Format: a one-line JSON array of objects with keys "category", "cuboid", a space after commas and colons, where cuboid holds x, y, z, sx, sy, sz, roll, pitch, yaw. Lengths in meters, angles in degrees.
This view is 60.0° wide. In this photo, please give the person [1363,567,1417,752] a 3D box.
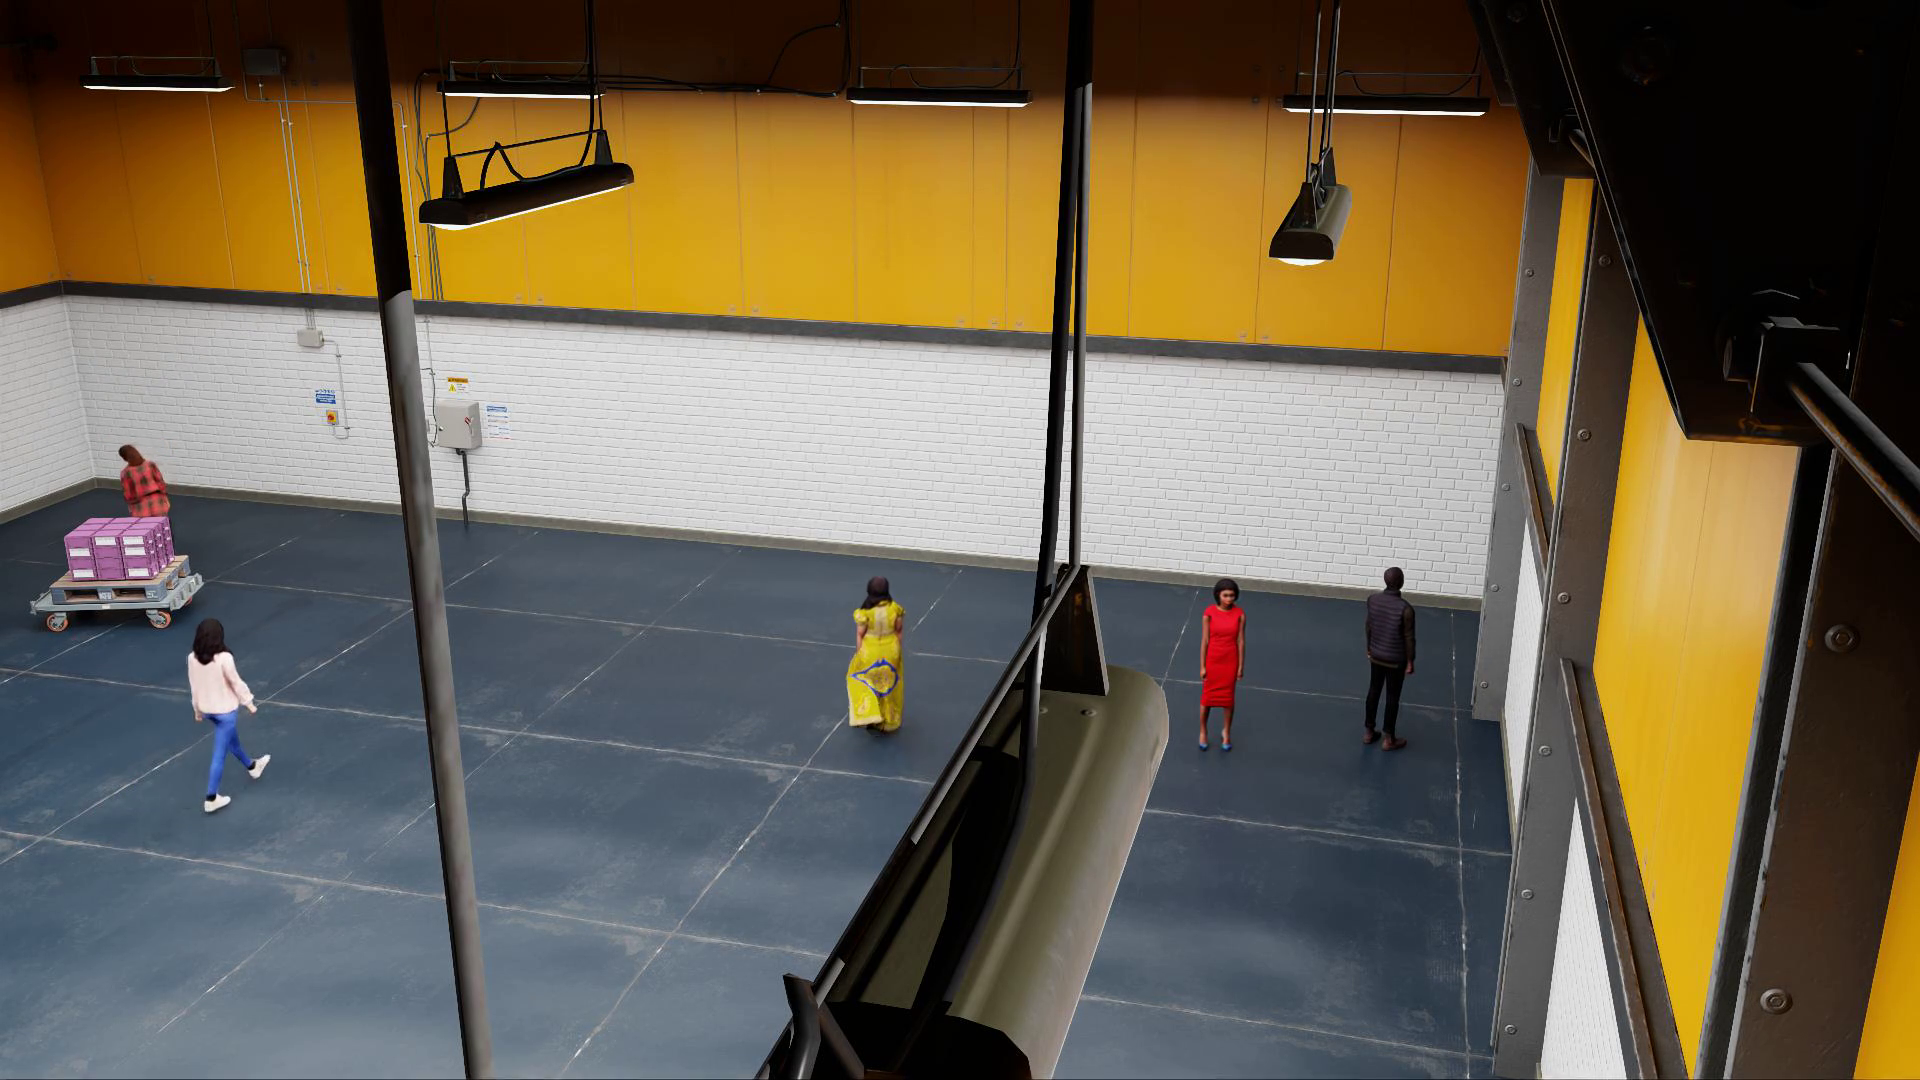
[{"category": "person", "cuboid": [4.120, 1.125, 16.011, 0.783, 1.836, 0.777, -16, 24, -39]}]

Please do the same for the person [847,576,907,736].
[{"category": "person", "cuboid": [-0.771, 1.161, 16.198, 0.982, 1.649, 1.032, -7, 20, -20]}]

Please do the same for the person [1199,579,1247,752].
[{"category": "person", "cuboid": [2.503, 1.192, 15.963, 0.611, 1.741, 0.570, 1, 19, 3]}]

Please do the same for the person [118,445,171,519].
[{"category": "person", "cuboid": [-10.089, -0.402, 20.803, 0.747, 1.672, 0.824, -6, 20, -19]}]

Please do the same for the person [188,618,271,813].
[{"category": "person", "cuboid": [-6.650, 1.590, 14.809, 0.765, 1.723, 1.147, 8, 20, 23]}]
